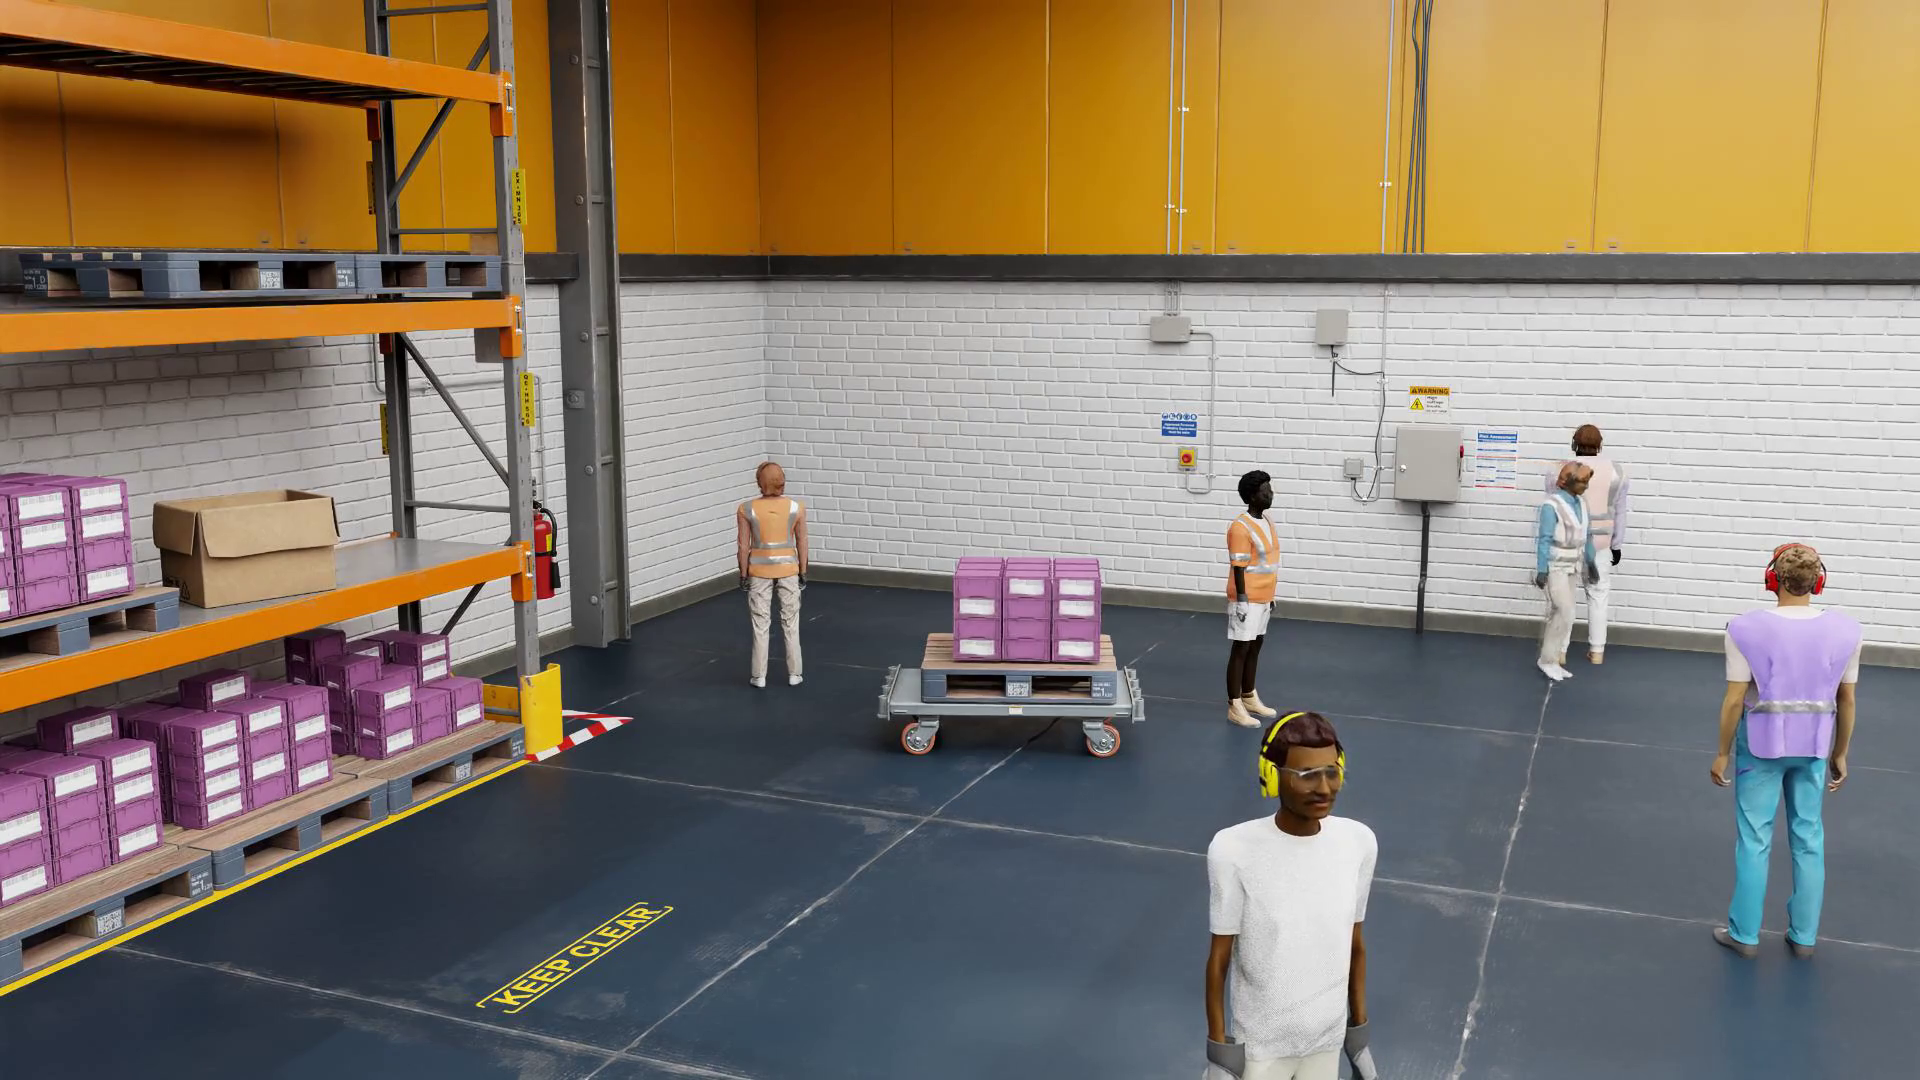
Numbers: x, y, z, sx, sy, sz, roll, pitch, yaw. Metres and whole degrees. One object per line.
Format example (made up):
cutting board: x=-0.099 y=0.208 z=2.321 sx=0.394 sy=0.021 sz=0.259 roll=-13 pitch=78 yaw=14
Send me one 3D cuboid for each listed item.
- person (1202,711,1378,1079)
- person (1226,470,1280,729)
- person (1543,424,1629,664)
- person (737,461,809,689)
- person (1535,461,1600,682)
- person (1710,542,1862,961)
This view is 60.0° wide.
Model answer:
person: x=0.892 y=1.370 z=4.484 sx=0.509 sy=1.876 sz=0.328 roll=-3 pitch=10 yaw=-17
person: x=1.940 y=0.380 z=11.014 sx=0.318 sy=1.700 sz=0.535 roll=6 pitch=11 yaw=32
person: x=4.734 y=0.033 z=12.684 sx=0.636 sy=1.842 sz=0.429 roll=1 pitch=9 yaw=4
person: x=-1.339 y=0.255 z=11.939 sx=0.517 sy=1.645 sz=0.307 roll=-2 pitch=10 yaw=-11
person: x=4.433 y=0.228 z=12.165 sx=0.520 sy=1.621 sz=0.417 roll=-8 pitch=13 yaw=-42
person: x=3.583 y=0.930 z=7.238 sx=0.572 sy=1.844 sz=0.376 roll=1 pitch=9 yaw=3
